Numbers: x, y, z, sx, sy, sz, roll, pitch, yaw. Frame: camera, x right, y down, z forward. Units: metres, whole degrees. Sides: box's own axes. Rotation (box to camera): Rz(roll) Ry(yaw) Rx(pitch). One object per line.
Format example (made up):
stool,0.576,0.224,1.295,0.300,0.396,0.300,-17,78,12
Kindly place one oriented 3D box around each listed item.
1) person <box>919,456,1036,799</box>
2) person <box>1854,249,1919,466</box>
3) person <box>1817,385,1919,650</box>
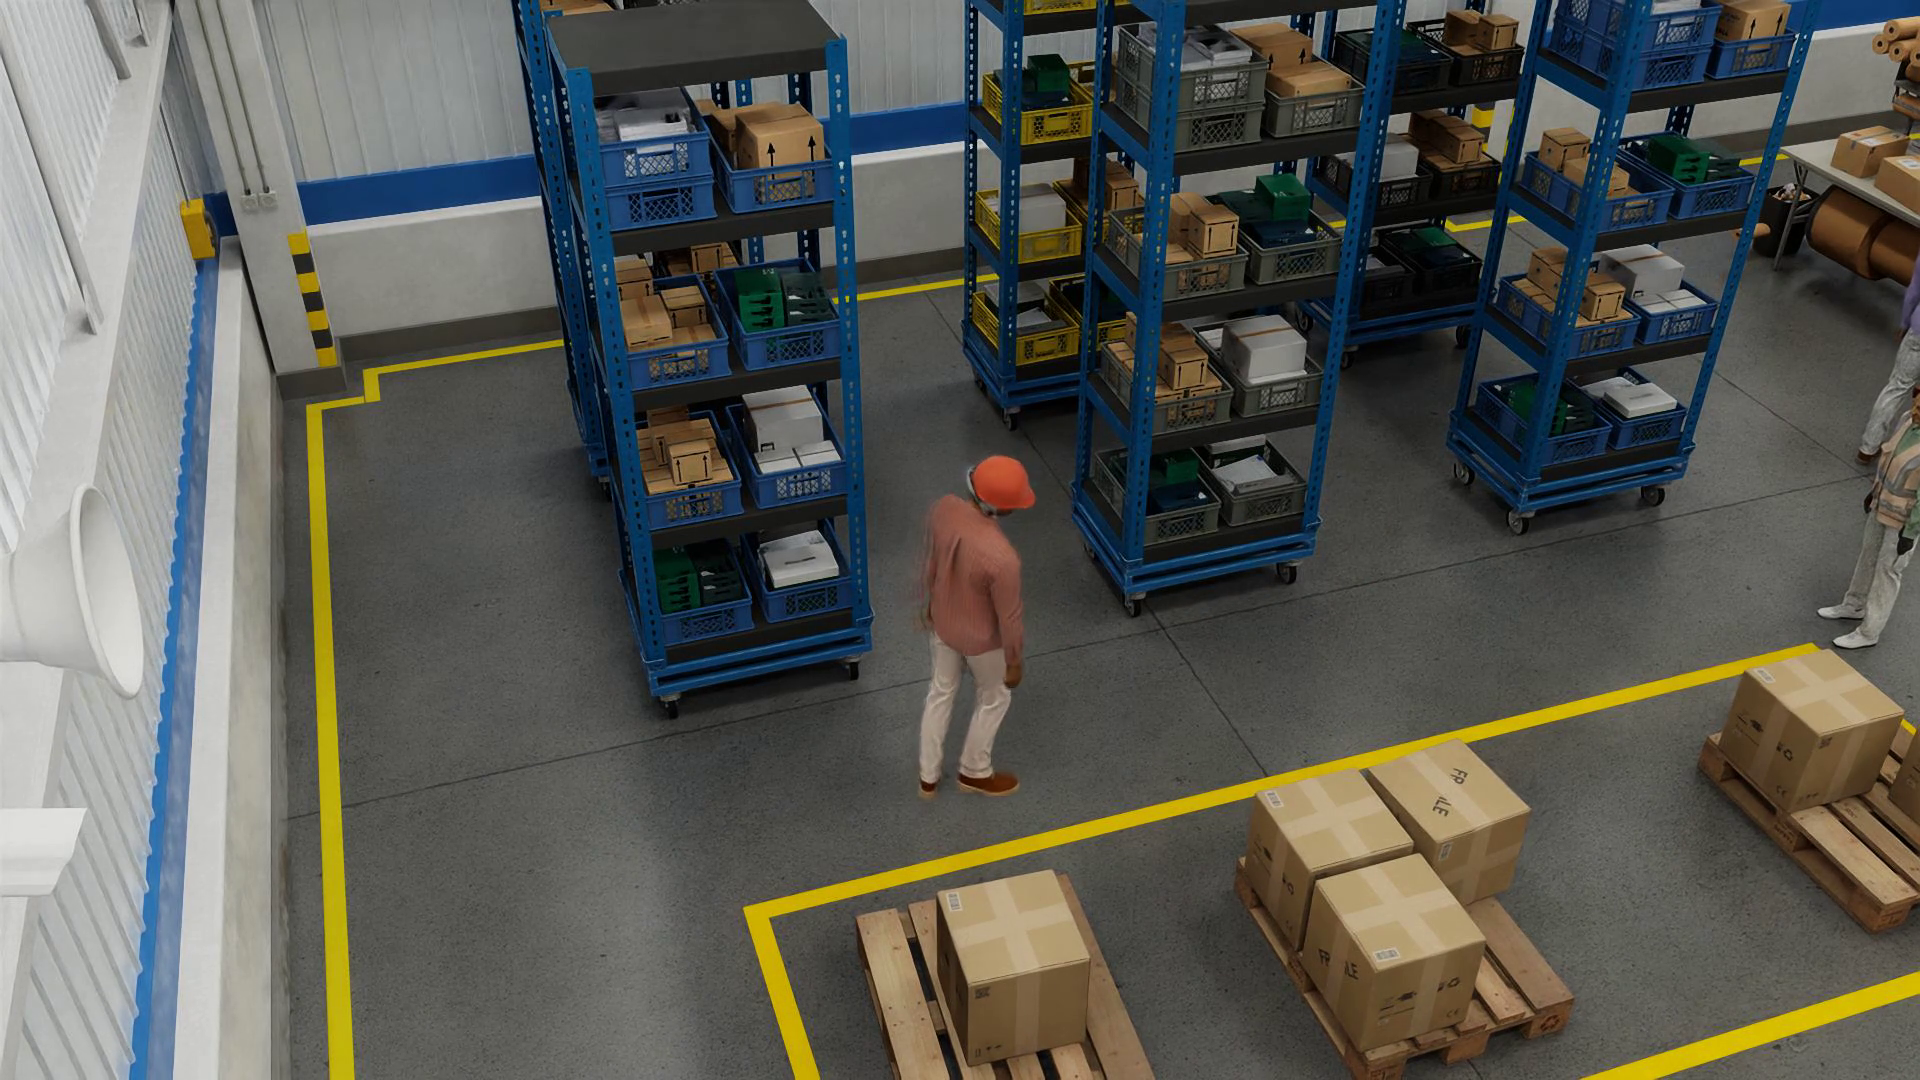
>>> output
person,0.023,0.435,7.977,0.563,1.947,0.656,-24,42,-30
person,6.156,-1.264,10.403,0.375,1.931,0.624,-26,43,-31
person,5.096,-0.137,9.054,0.313,1.634,0.514,2,35,3
